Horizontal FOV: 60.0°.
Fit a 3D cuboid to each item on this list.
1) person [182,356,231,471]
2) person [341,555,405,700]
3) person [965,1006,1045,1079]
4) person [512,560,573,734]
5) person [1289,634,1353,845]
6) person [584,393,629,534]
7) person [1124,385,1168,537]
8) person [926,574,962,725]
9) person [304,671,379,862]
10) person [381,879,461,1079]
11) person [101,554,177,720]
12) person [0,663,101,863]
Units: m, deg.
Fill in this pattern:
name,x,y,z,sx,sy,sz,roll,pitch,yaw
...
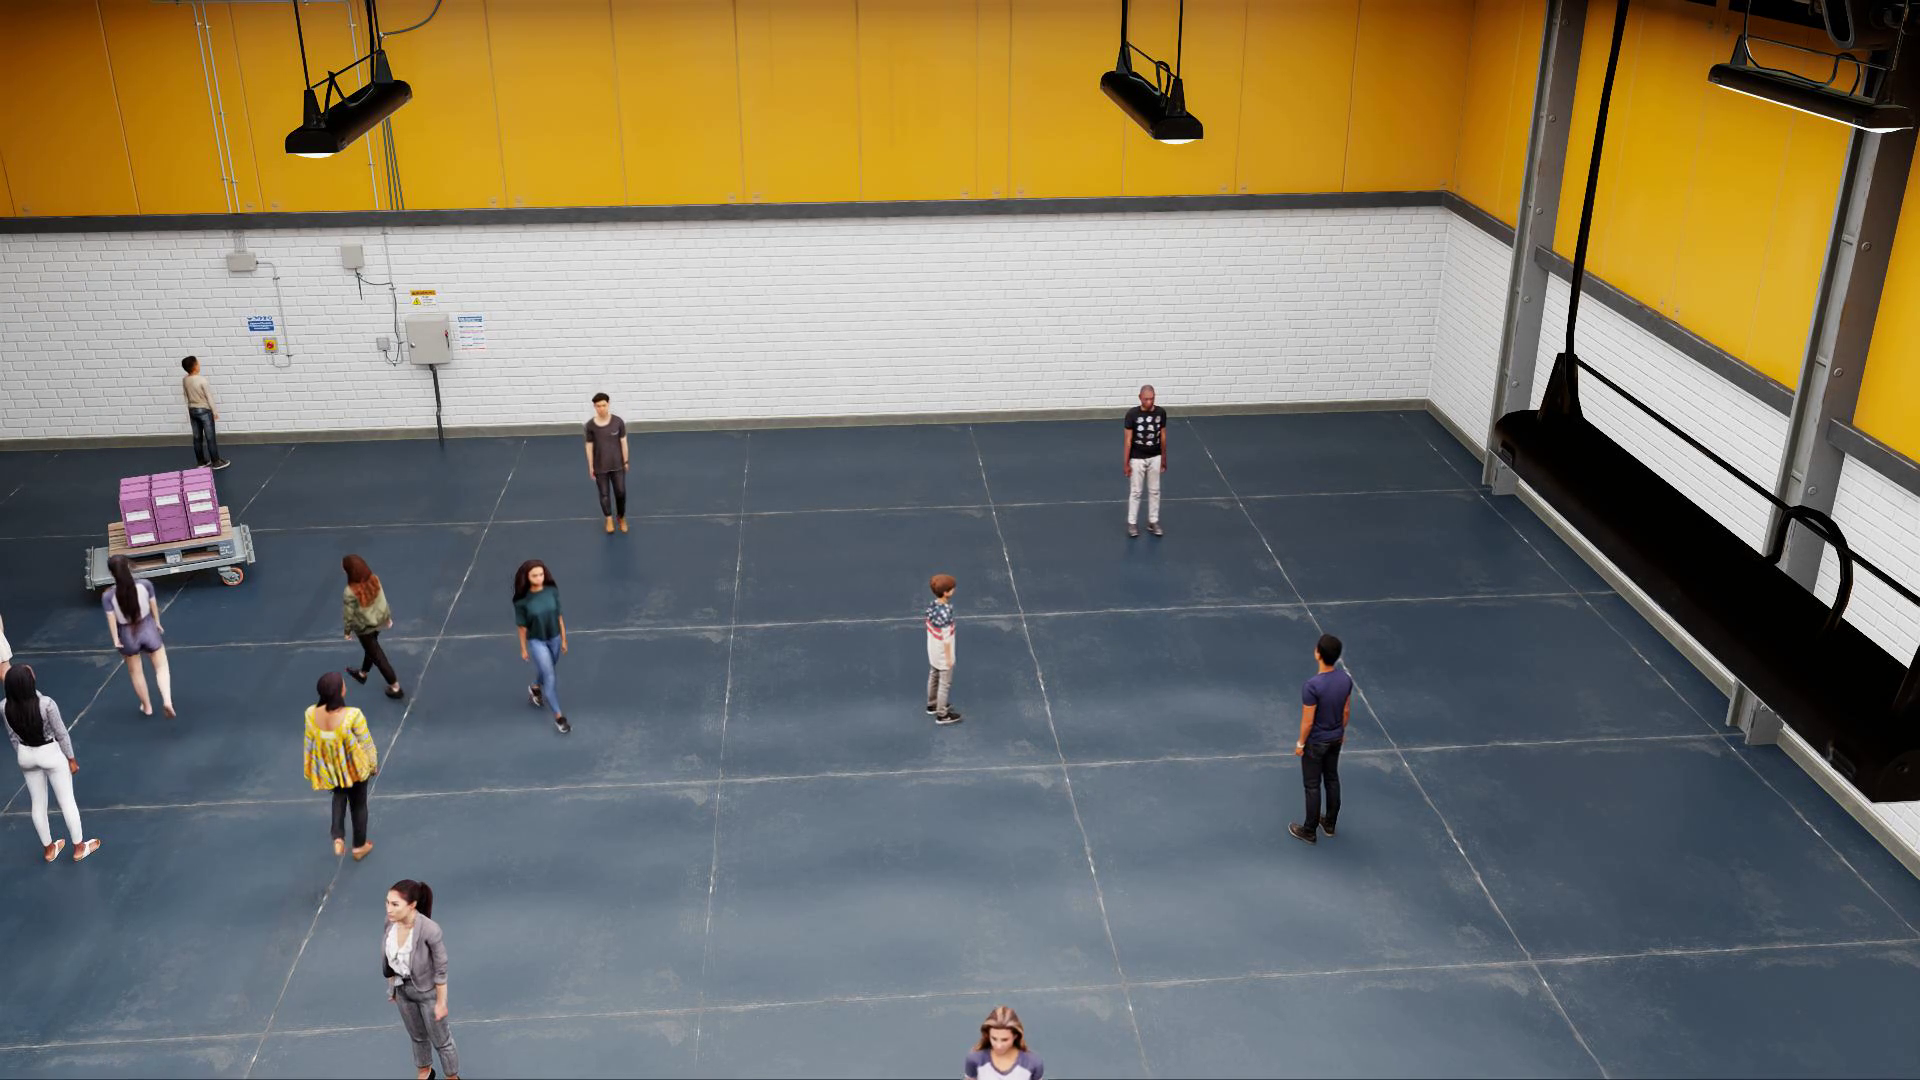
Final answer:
name,x,y,z,sx,sy,sz,roll,pitch,yaw
person,-9.579,-1.607,20.963,0.614,1.463,0.593,6,24,13
person,-5.419,0.831,15.416,0.953,1.440,0.992,12,26,25
person,0.260,3.297,9.459,0.868,1.692,1.173,6,24,14
person,-3.801,0.905,15.072,0.967,1.580,1.144,-18,29,-35
person,2.890,1.584,13.254,0.720,1.790,0.679,-13,27,-27
person,-4.052,-0.916,19.084,0.651,1.703,0.632,-5,24,-11
person,2.113,-0.929,18.992,0.685,1.800,0.641,-5,24,-11
person,-0.177,0.969,15.101,0.622,1.440,0.498,-10,26,-22
person,-4.825,1.808,12.924,0.776,1.645,0.803,2,24,5
person,-3.397,2.854,10.489,0.727,1.678,0.752,11,26,24
person,-7.379,0.904,15.005,0.851,1.635,0.966,-17,29,-34
person,-7.163,1.729,13.006,0.602,1.725,0.538,0,24,0
